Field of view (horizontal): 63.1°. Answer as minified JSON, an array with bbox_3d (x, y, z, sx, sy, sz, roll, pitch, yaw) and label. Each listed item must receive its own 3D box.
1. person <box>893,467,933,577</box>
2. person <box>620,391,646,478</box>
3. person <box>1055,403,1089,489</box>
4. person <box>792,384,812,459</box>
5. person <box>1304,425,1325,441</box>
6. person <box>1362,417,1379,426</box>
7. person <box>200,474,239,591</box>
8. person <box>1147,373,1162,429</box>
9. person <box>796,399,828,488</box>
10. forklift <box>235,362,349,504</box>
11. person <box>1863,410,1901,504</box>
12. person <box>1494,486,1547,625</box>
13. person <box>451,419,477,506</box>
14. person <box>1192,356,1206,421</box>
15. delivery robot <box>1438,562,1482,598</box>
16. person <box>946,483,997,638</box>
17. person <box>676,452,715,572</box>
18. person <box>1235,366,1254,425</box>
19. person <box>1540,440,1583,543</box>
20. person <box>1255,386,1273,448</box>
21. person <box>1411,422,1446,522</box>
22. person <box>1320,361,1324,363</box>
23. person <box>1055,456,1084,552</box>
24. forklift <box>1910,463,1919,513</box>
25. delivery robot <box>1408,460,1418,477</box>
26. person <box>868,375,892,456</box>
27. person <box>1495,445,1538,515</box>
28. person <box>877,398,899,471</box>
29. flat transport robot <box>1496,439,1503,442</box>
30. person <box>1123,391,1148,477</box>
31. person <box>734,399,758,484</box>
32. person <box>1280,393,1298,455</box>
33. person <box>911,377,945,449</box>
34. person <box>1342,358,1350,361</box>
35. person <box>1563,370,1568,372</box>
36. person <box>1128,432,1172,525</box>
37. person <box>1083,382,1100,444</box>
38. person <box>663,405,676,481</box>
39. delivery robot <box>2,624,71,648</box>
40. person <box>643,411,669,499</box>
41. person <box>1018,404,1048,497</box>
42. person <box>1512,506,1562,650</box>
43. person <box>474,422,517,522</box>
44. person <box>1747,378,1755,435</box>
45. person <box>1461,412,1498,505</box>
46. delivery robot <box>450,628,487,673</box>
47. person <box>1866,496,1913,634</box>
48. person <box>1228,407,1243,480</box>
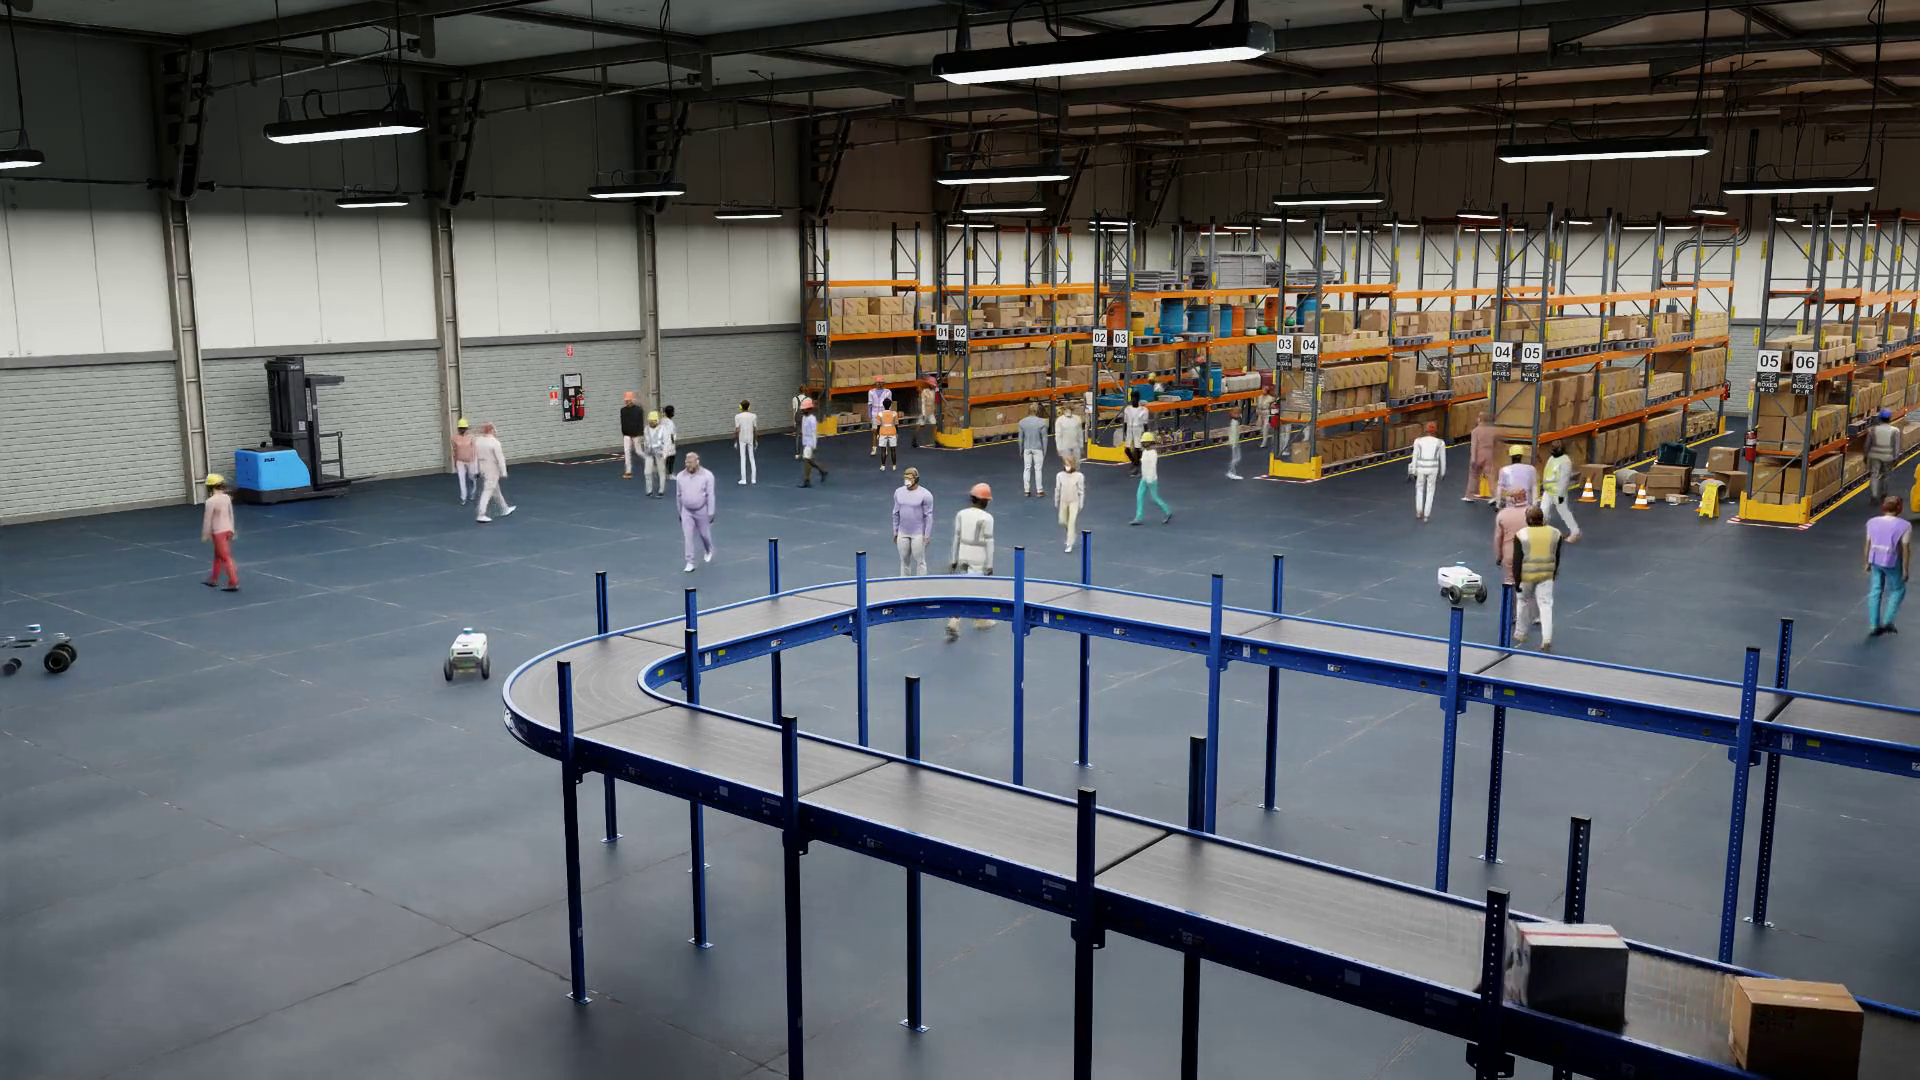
[{"bbox_3d":[-0.690,-0.085,22.485,0.627,1.941,0.370,5,11,26],"label":"person"},{"bbox_3d":[-7.402,-2.417,35.524,0.620,1.971,0.721,3,11,18],"label":"person"},{"bbox_3d":[2.381,-1.982,33.315,0.808,1.890,0.374,-6,12,-31],"label":"person"},{"bbox_3d":[-3.902,-2.938,38.833,0.505,1.840,0.329,2,10,9],"label":"person"},{"bbox_3d":[9.219,-3.213,40.511,0.621,1.792,0.964,8,13,39],"label":"person"},{"bbox_3d":[12.328,-4.418,46.715,0.622,1.993,0.383,8,13,37],"label":"person"},{"bbox_3d":[-11.081,-0.112,23.178,0.800,1.733,0.547,1,10,7],"label":"person"},{"bbox_3d":[5.308,-3.729,43.417,0.588,1.777,0.938,6,12,29],"label":"person"},{"bbox_3d":[-3.216,-2.105,33.908,0.675,1.920,0.565,-4,11,-23],"label":"person"},{"bbox_3d":[-13.803,-2.244,32.110,1.129,2.768,1.873,8,13,37],"label":"forklift"},{"bbox_3d":[18.632,-1.688,31.647,0.634,1.893,1.021,7,12,33],"label":"person"},{"bbox_3d":[7.540,0.220,20.966,0.741,1.880,0.481,5,11,26],"label":"person"},{"bbox_3d":[-10.001,-1.611,31.675,0.522,1.738,0.813,-2,10,-9],"label":"person"},{"bbox_3d":[7.415,-4.653,48.065,0.644,1.980,0.518,8,13,38],"label":"person"},{"bbox_3d":[7.220,0.559,22.609,0.477,0.478,0.707,-2,10,-13],"label":"delivery robot"},{"bbox_3d":[0.111,0.259,20.436,0.995,1.995,0.660,-10,14,-44],"label":"person"},{"bbox_3d":[-4.186,-0.477,24.844,0.649,1.886,0.763,1,10,5],"label":"person"},{"bbox_3d":[8.358,-4.189,45.894,0.588,1.830,0.404,4,11,21],"label":"person"},{"bbox_3d":[10.398,-0.841,27.128,0.930,1.808,0.634,-1,10,-7],"label":"person"},{"bbox_3d":[8.031,-3.256,41.194,0.406,1.623,0.544,-9,13,-40],"label":"person"},{"bbox_3d":[8.853,-1.304,29.515,0.613,1.872,0.649,4,11,21],"label":"person"},{"bbox_3d":[12.370,-5.651,53.871,0.392,1.920,0.590,3,10,15],"label":"person"},{"bbox_3d":[1.858,-0.622,26.415,0.501,1.618,0.491,4,11,21],"label":"person"},{"bbox_3d":[19.034,-1.348,28.998,2.313,2.155,1.214,8,13,37],"label":"forklift"},{"bbox_3d":[10.293,-1.622,34.888,0.477,0.478,0.707,9,13,41],"label":"delivery robot"},{"bbox_3d":[-2.021,-3.139,39.370,0.612,2.048,0.363,1,10,5],"label":"person"},{"bbox_3d":[9.083,-0.612,25.628,0.606,1.866,1.013,0,10,0],"label":"person"},{"bbox_3d":[-1.689,-2.456,36.514,0.533,1.697,0.318,-2,10,-12],"label":"person"},{"bbox_3d":[15.035,-2.792,42.535,1.431,0.197,0.652,-5,11,-27],"label":"flat transport robot"},{"bbox_3d":[3.997,-2.425,35.630,0.610,1.954,0.452,6,12,30],"label":"person"},{"bbox_3d":[-4.703,-2.159,34.359,0.535,1.868,0.309,-5,11,-24],"label":"person"},{"bbox_3d":[8.271,-2.950,39.492,0.538,1.618,0.403,9,13,41],"label":"person"},{"bbox_3d":[-0.877,-3.336,40.991,1.036,1.872,0.595,8,13,37],"label":"person"},{"bbox_3d":[13.552,-5.753,54.581,0.513,1.872,0.328,6,12,32],"label":"person"},{"bbox_3d":[16.789,-3.800,43.560,0.571,1.882,0.338,3,11,16],"label":"person"},{"bbox_3d":[3.557,-1.142,29.000,0.806,1.734,0.533,-4,11,-21],"label":"person"},{"bbox_3d":[3.541,-3.417,42.084,0.519,1.639,0.309,9,13,40],"label":"person"},{"bbox_3d":[-6.478,-2.166,34.895,0.379,1.684,0.556,-4,11,-22],"label":"person"},{"bbox_3d":[-11.031,1.128,18.675,0.699,0.223,0.335,-3,11,-19],"label":"delivery robot"},{"bbox_3d":[-6.289,-1.737,32.170,0.595,1.805,0.690,3,10,15],"label":"person"},{"bbox_3d":[1.521,-1.862,32.510,0.627,1.933,0.374,4,11,20],"label":"person"},{"bbox_3d":[7.300,0.465,19.808,0.627,1.802,0.955,1,10,4],"label":"person"},{"bbox_3d":[-8.776,-1.293,29.504,0.672,1.854,1.005,8,13,37],"label":"person"},{"bbox_3d":[22.558,-3.933,44.188,0.588,1.922,0.383,-2,10,-10],"label":"person"},{"bbox_3d":[10.551,-1.641,31.514,0.641,1.875,0.985,-3,11,-16],"label":"person"},{"bbox_3d":[-5.815,1.287,18.515,0.477,0.478,0.707,-2,10,-10],"label":"delivery robot"},{"bbox_3d":[12.134,0.329,20.438,0.530,1.831,0.594,-6,12,-31],"label":"person"},{"bbox_3d":[6.196,-2.162,35.053,0.342,1.626,0.521,1,10,8],"label":"person"}]
